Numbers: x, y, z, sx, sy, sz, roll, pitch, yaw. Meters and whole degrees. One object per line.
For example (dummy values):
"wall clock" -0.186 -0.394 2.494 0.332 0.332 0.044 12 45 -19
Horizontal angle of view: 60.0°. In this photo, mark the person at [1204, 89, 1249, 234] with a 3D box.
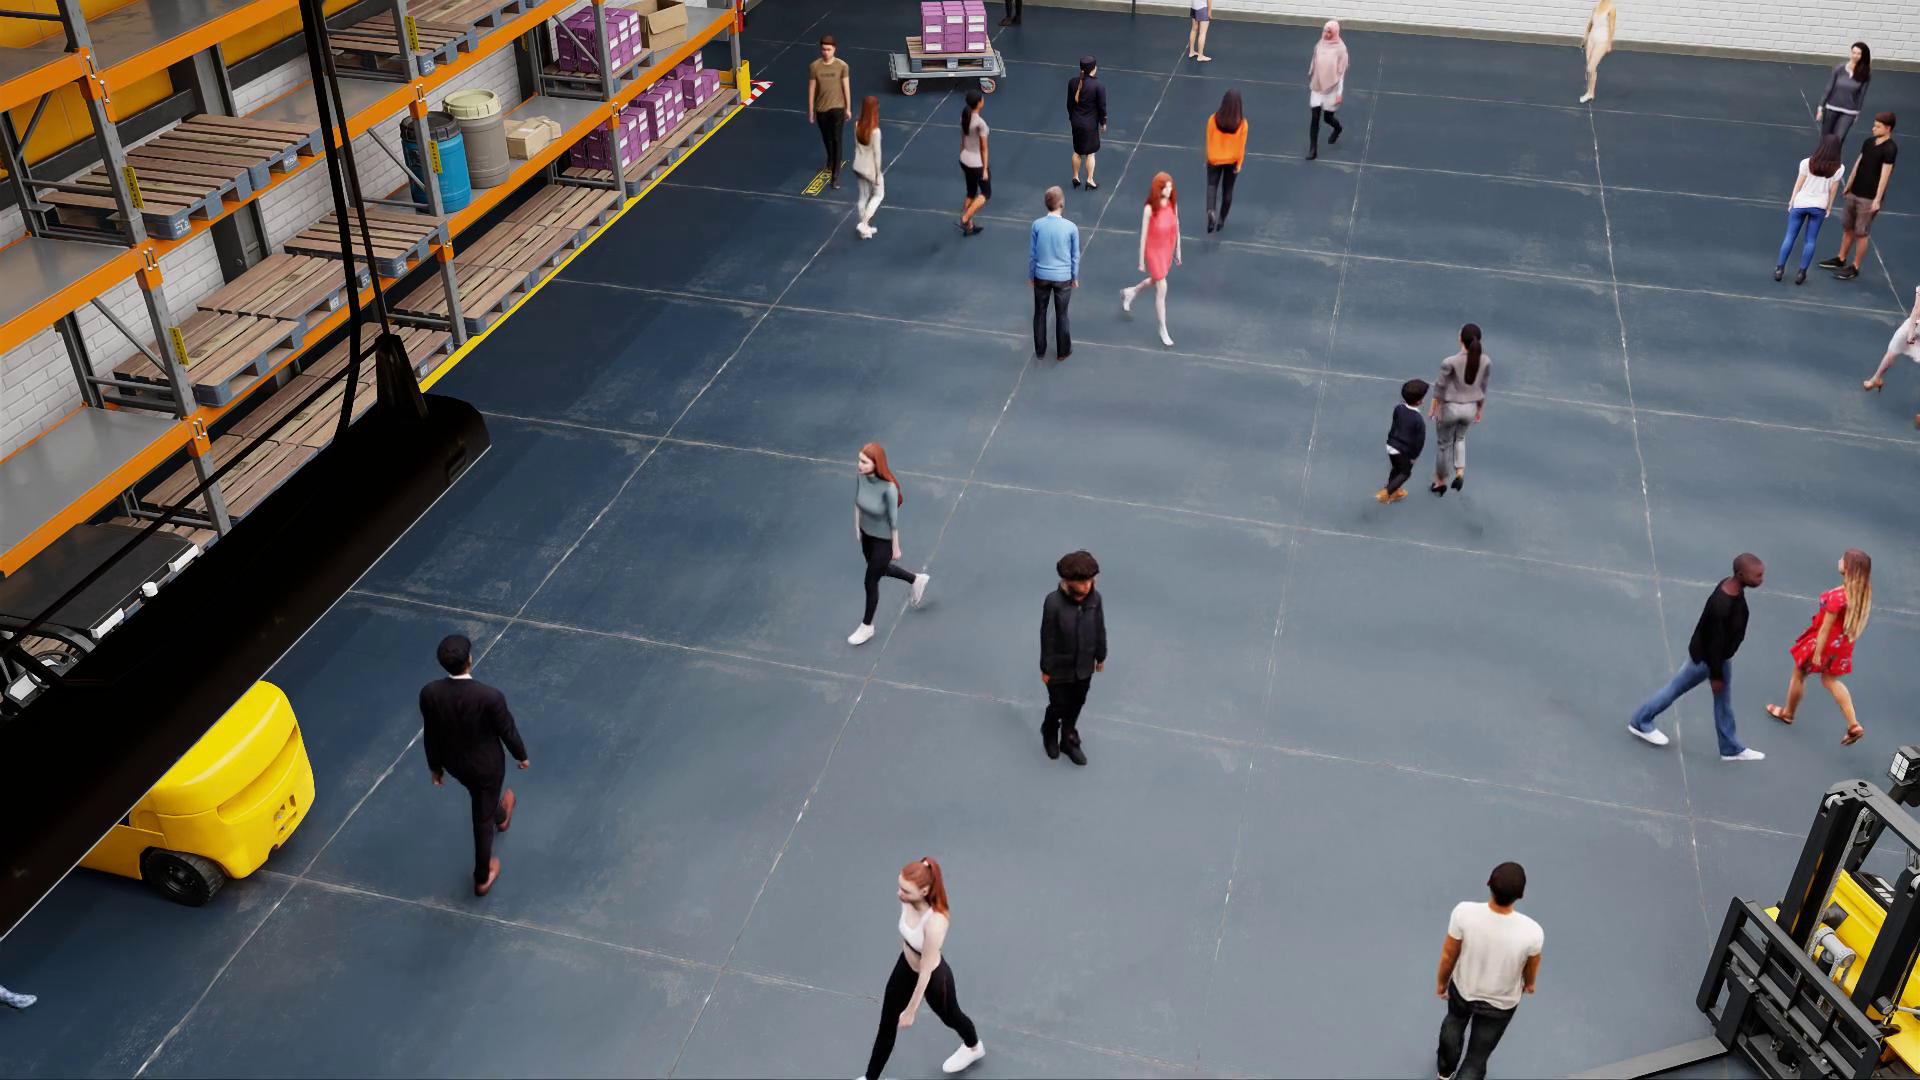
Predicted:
"person" 3.058 -4.367 19.369 0.624 1.736 0.868 8 34 11

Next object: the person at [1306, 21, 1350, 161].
"person" 4.780 -5.833 21.531 0.871 1.785 1.073 27 42 34

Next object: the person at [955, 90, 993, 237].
"person" 0.100 -4.334 19.325 0.857 1.731 0.797 -23 40 -30

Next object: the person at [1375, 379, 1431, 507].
"person" 3.827 -0.821 14.508 0.771 1.212 0.710 -20 38 -27

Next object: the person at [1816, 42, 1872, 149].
"person" 11.062 -5.383 20.904 0.861 1.731 1.201 19 38 27

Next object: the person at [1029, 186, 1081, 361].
"person" 0.937 -2.681 16.764 0.659 1.813 0.560 6 34 9

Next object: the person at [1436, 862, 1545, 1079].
"person" 2.807 2.501 8.995 0.755 1.783 0.851 18 38 25

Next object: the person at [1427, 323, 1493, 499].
"person" 4.347 -1.067 14.466 0.708 1.668 0.719 -5 34 -8

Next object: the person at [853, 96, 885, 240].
"person" -1.128 -4.267 19.258 0.731 1.694 0.795 24 40 31

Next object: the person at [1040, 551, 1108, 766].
"person" 0.722 0.790 11.586 0.768 1.765 0.821 -15 36 -21

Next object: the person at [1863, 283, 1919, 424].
"person" 9.150 -1.921 15.684 0.896 1.742 1.178 -6 34 -9

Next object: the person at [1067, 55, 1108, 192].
"person" 1.558 -5.163 20.626 0.763 1.671 0.732 19 38 26

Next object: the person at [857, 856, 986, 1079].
"person" -0.104 2.414 9.207 1.174 1.693 1.102 -18 38 -25

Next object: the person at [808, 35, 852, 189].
"person" -1.626 -5.432 20.905 0.889 1.810 1.304 1 34 1

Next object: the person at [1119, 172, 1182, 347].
"person" 1.990 -2.943 17.181 1.138 1.788 1.116 -22 40 -30

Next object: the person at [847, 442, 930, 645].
"person" -0.566 -0.017 12.839 1.133 1.721 0.949 -26 42 -34

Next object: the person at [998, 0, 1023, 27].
"person" 0.937 -9.039 26.491 0.693 1.634 0.588 15 36 21

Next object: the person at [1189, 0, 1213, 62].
"person" 3.648 -8.050 25.065 0.711 1.565 0.636 -15 36 -21

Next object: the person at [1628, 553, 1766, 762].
"person" 5.139 0.800 11.631 0.950 1.699 1.153 21 39 29

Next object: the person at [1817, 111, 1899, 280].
"person" 10.091 -3.845 18.471 0.848 1.862 0.708 -5 34 -8

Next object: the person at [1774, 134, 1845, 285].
"person" 9.355 -3.640 18.324 0.610 1.682 0.556 12 36 18

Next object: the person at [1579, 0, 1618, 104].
"person" 9.049 -7.005 23.434 0.766 1.631 0.703 -16 37 -22

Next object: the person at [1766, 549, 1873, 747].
"person" 6.230 0.787 11.763 0.910 1.573 1.000 -16 37 -22

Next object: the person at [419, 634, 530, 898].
"person" -3.098 1.469 10.488 0.822 1.850 1.115 4 34 6
